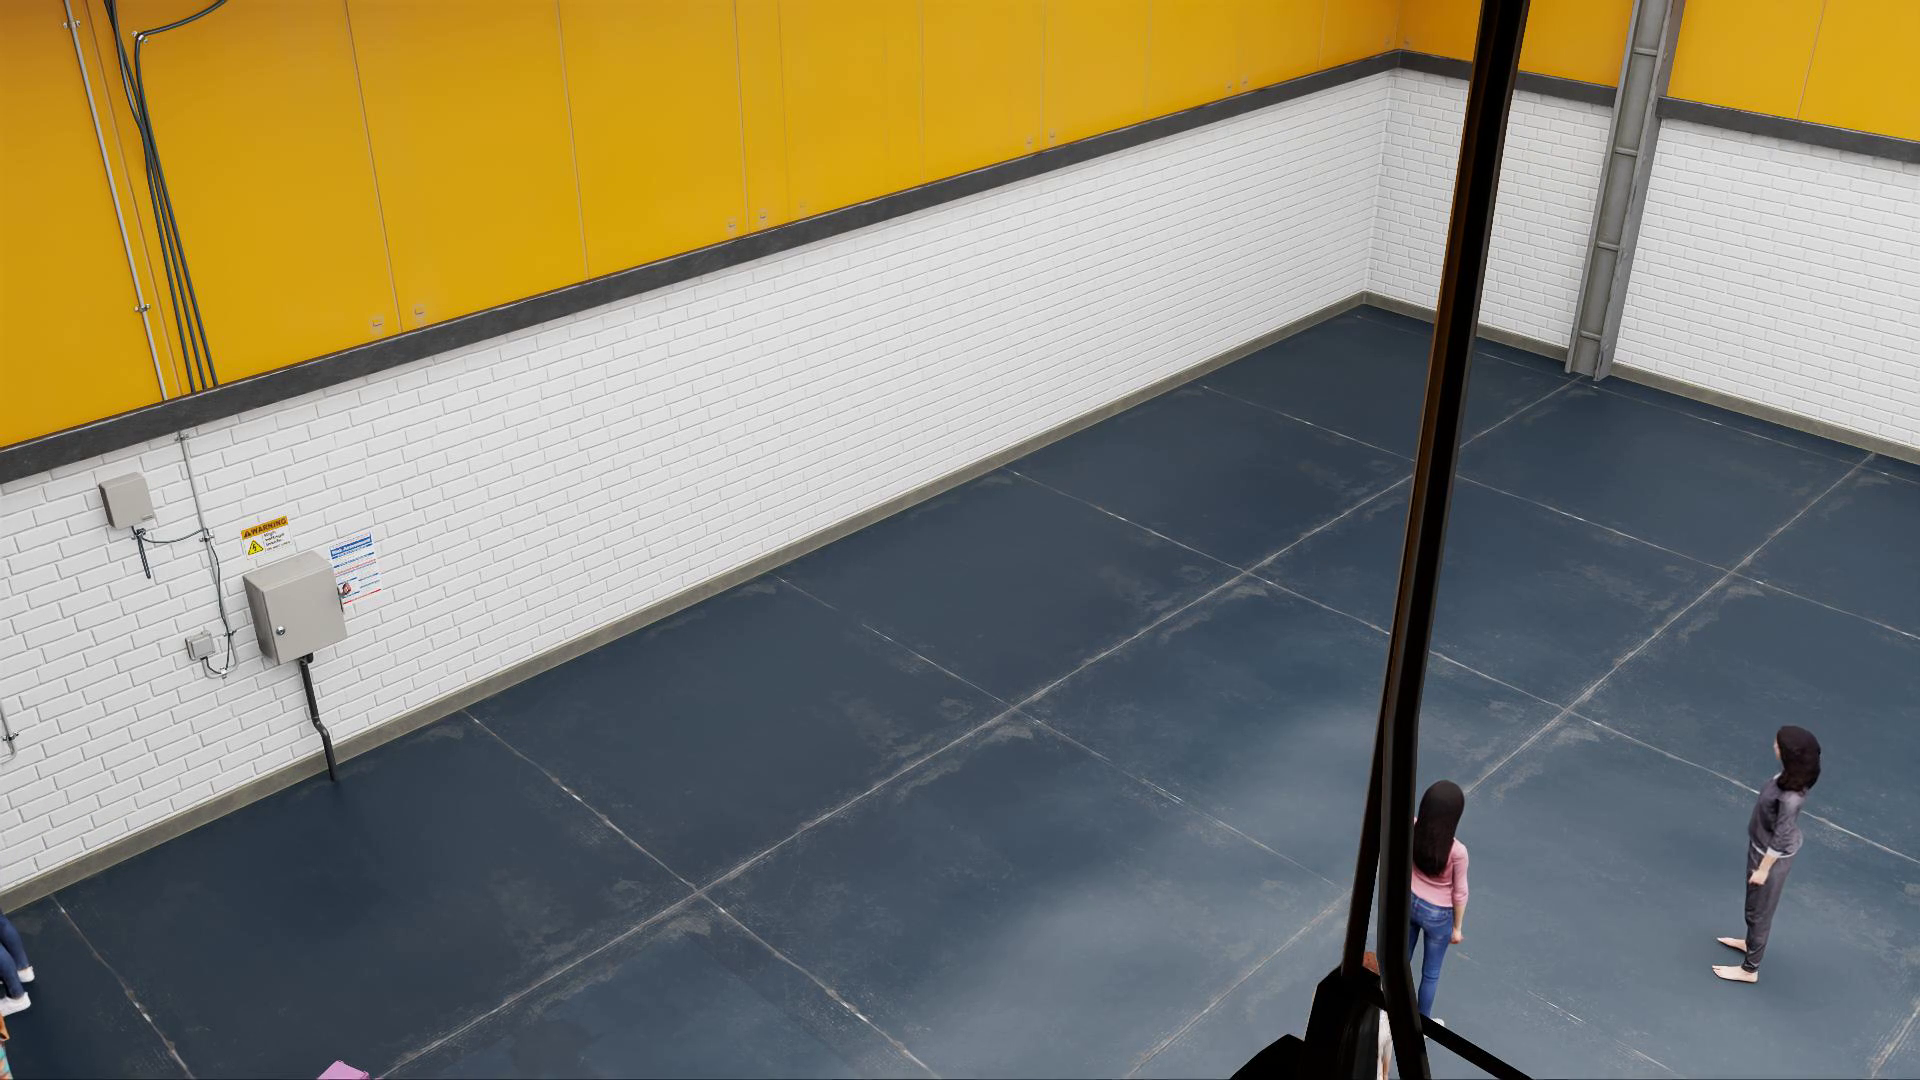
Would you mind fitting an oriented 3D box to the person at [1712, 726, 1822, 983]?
[{"bbox_3d":[4.801,1.853,9.816,0.585,1.760,0.643,17,33,28],"label":"person"}]

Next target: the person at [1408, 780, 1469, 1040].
[{"bbox_3d":[2.639,2.084,9.412,0.639,1.742,0.451,-23,36,-36],"label":"person"}]
